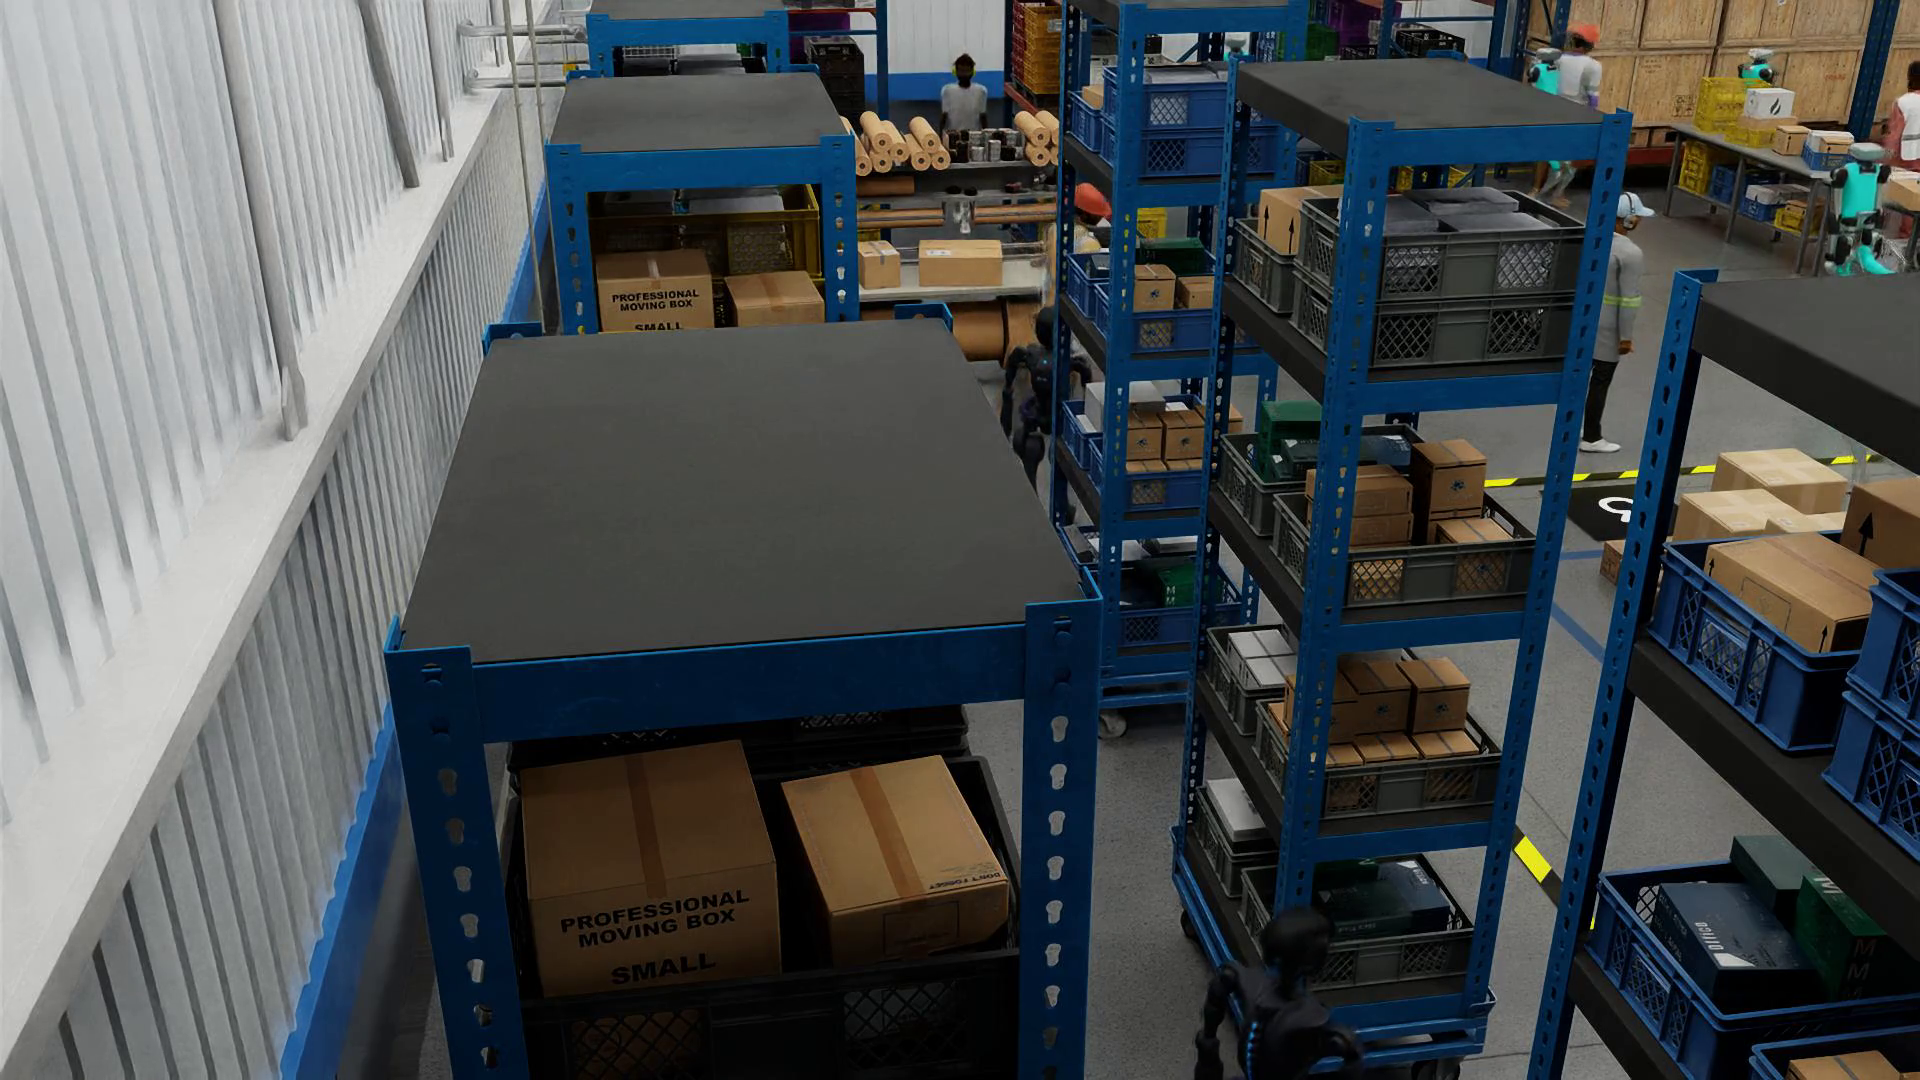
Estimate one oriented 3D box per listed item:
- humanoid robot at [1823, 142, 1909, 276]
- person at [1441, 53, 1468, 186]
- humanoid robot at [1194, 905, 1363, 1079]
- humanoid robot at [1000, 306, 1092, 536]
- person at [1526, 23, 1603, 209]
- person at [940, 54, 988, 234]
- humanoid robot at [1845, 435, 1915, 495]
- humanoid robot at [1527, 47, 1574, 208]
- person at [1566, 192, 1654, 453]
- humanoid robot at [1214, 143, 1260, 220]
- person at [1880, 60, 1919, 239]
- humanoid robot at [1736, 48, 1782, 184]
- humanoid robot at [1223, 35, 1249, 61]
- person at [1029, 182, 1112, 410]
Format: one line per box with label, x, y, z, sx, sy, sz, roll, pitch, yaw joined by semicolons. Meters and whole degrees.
humanoid robot;7.446;-2.334;13.638;0.545;1.733;1.050;-7;26;-15
person;5.150;-4.235;17.635;0.346;1.837;0.500;-13;28;-27
humanoid robot;0.863;1.779;4.751;0.400;1.646;0.609;-22;32;-39
humanoid robot;0.537;-0.672;10.085;0.611;1.625;0.527;7;26;15
person;6.651;-4.663;18.375;0.739;2.010;0.533;19;31;36
person;0.038;-4.144;17.409;0.541;1.854;0.436;0;25;-1
humanoid robot;6.140;-1.010;10.757;1.034;1.741;0.539;-11;27;-22
humanoid robot;6.513;-4.441;18.196;0.536;1.785;0.711;-18;30;-33
person;4.565;-1.535;11.742;0.400;1.851;0.590;-8;26;-16
humanoid robot;2.716;-3.220;15.637;0.601;1.638;0.609;-1;25;-1
person;9.456;-3.797;16.606;0.603;1.903;0.421;-6;25;-12
humanoid robot;9.009;-4.592;18.565;1.031;1.748;0.537;-5;25;-10
humanoid robot;3.136;-4.828;19.069;0.579;1.756;0.992;4;25;8
person;0.831;-1.639;11.903;0.431;1.898;0.582;-15;29;-30
